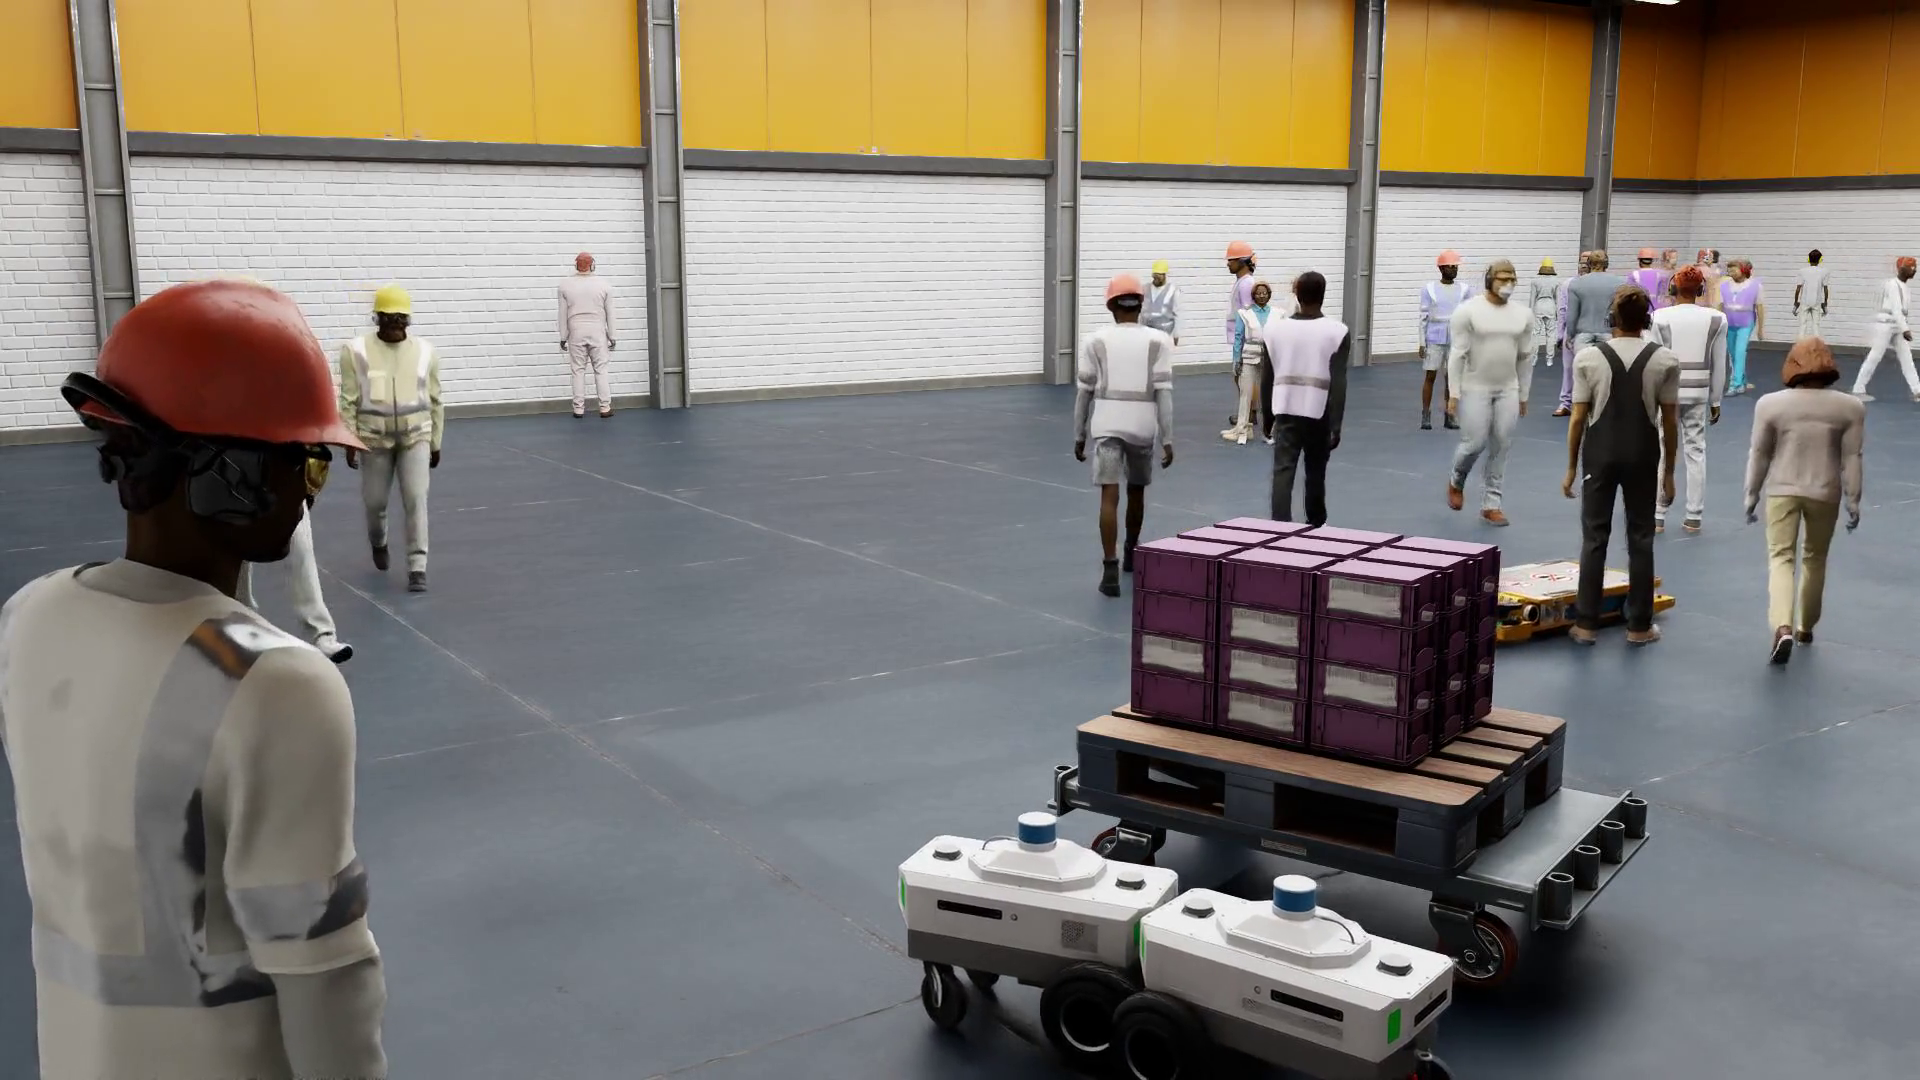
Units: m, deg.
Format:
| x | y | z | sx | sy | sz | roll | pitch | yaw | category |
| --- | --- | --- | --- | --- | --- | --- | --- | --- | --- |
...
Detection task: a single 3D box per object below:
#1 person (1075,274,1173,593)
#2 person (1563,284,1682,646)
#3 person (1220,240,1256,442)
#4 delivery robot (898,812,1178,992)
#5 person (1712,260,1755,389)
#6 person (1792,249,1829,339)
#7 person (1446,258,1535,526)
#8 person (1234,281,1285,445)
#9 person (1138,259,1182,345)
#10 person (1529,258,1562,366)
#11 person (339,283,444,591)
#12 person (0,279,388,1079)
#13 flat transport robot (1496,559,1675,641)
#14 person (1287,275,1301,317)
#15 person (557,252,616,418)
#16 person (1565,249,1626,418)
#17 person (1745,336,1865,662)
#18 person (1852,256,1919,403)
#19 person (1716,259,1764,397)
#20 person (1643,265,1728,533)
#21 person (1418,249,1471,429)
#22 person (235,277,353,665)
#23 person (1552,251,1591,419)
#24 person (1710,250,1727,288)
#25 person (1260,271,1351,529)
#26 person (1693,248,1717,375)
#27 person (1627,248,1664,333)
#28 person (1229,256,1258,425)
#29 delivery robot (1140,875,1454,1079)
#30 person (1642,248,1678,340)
| x | y | z | sx | sy | sz | roll | pitch | yaw | category |
| --- | --- | --- | --- | --- | --- | --- | --- | --- | --- |
| 0.977 | -0.656 | 9.991 | 0.569 | 1.854 | 1.073 | 1 | 10 | 4 | person |
| 3.365 | -0.367 | 8.461 | 0.558 | 1.838 | 0.399 | 4 | 11 | 19 | person |
| 2.832 | -2.017 | 16.932 | 0.392 | 2.039 | 0.615 | 1 | 10 | 7 | person |
| 0.201 | 0.965 | 4.402 | 0.707 | 0.478 | 0.477 | 4 | 11 | 23 | delivery robot |
| 10.452 | -2.954 | 22.830 | 0.900 | 1.785 | 0.653 | 0 | 10 | -2 | person |
| 14.266 | -3.932 | 27.900 | 0.535 | 1.868 | 0.309 | 4 | 11 | 22 | person |
| 3.831 | -1.074 | 12.076 | 0.648 | 1.926 | 0.555 | -2 | 10 | -9 | person |
| 2.997 | -1.771 | 16.682 | 0.517 | 1.641 | 0.308 | 0 | 10 | -2 | person |
| 2.606 | -2.760 | 21.680 | 0.594 | 1.801 | 0.864 | 7 | 13 | 35 | person |
| 9.468 | -3.693 | 26.959 | 0.485 | 1.737 | 0.320 | 2 | 10 | 10 | person |
| -3.386 | -0.629 | 9.945 | 0.594 | 1.811 | 0.755 | -4 | 11 | -22 | person |
| -0.904 | 0.700 | 2.088 | 0.611 | 2.029 | 0.412 | 7 | 12 | 33 | person |
| 3.173 | 0.306 | 9.047 | 1.431 | 0.197 | 0.652 | -7 | 12 | -33 | flat transport robot |
| 4.041 | -2.304 | 19.610 | 0.480 | 1.621 | 0.528 | -2 | 11 | -11 | person |
| -4.280 | -2.351 | 19.132 | 0.652 | 1.906 | 0.402 | -1 | 10 | -8 | person |
| 7.195 | -2.322 | 18.890 | 0.629 | 1.937 | 0.379 | 3 | 11 | 14 | person |
| 4.172 | -0.208 | 8.229 | 0.510 | 1.594 | 0.798 | 4 | 11 | 22 | person |
| 11.736 | -2.617 | 20.800 | 0.588 | 1.821 | 1.005 | -9 | 14 | -40 | person |
| 10.270 | -2.795 | 21.913 | 0.949 | 1.797 | 0.580 | -9 | 14 | -42 | person |
| 5.060 | -0.984 | 11.698 | 0.584 | 1.882 | 0.337 | 1 | 10 | 6 | person |
| 5.232 | -2.158 | 17.976 | 0.549 | 1.942 | 0.344 | 0 | 10 | 2 | person |
| -3.305 | -0.301 | 7.958 | 0.604 | 1.873 | 1.002 | -10 | 14 | -43 | person |
| 7.169 | -2.350 | 19.123 | 0.638 | 1.911 | 0.402 | 8 | 13 | 39 | person |
| 13.819 | -4.416 | 30.637 | 0.429 | 1.845 | 0.632 | -7 | 13 | -35 | person |
| 2.237 | -0.815 | 10.875 | 0.603 | 1.854 | 1.085 | 5 | 11 | 24 | person |
| 11.214 | -3.453 | 25.197 | 0.401 | 1.901 | 0.641 | -3 | 11 | -17 | person |
| 10.334 | -3.463 | 25.246 | 0.542 | 1.894 | 0.893 | 1 | 10 | 8 | person |
| 3.162 | -2.235 | 18.439 | 0.389 | 1.926 | 0.547 | 2 | 11 | 11 | person |
| 0.792 | 1.044 | 3.966 | 0.707 | 0.478 | 0.477 | 8 | 13 | 38 | delivery robot |
| 11.954 | -4.007 | 28.275 | 0.800 | 1.886 | 0.649 | 8 | 13 | 37 | person |
